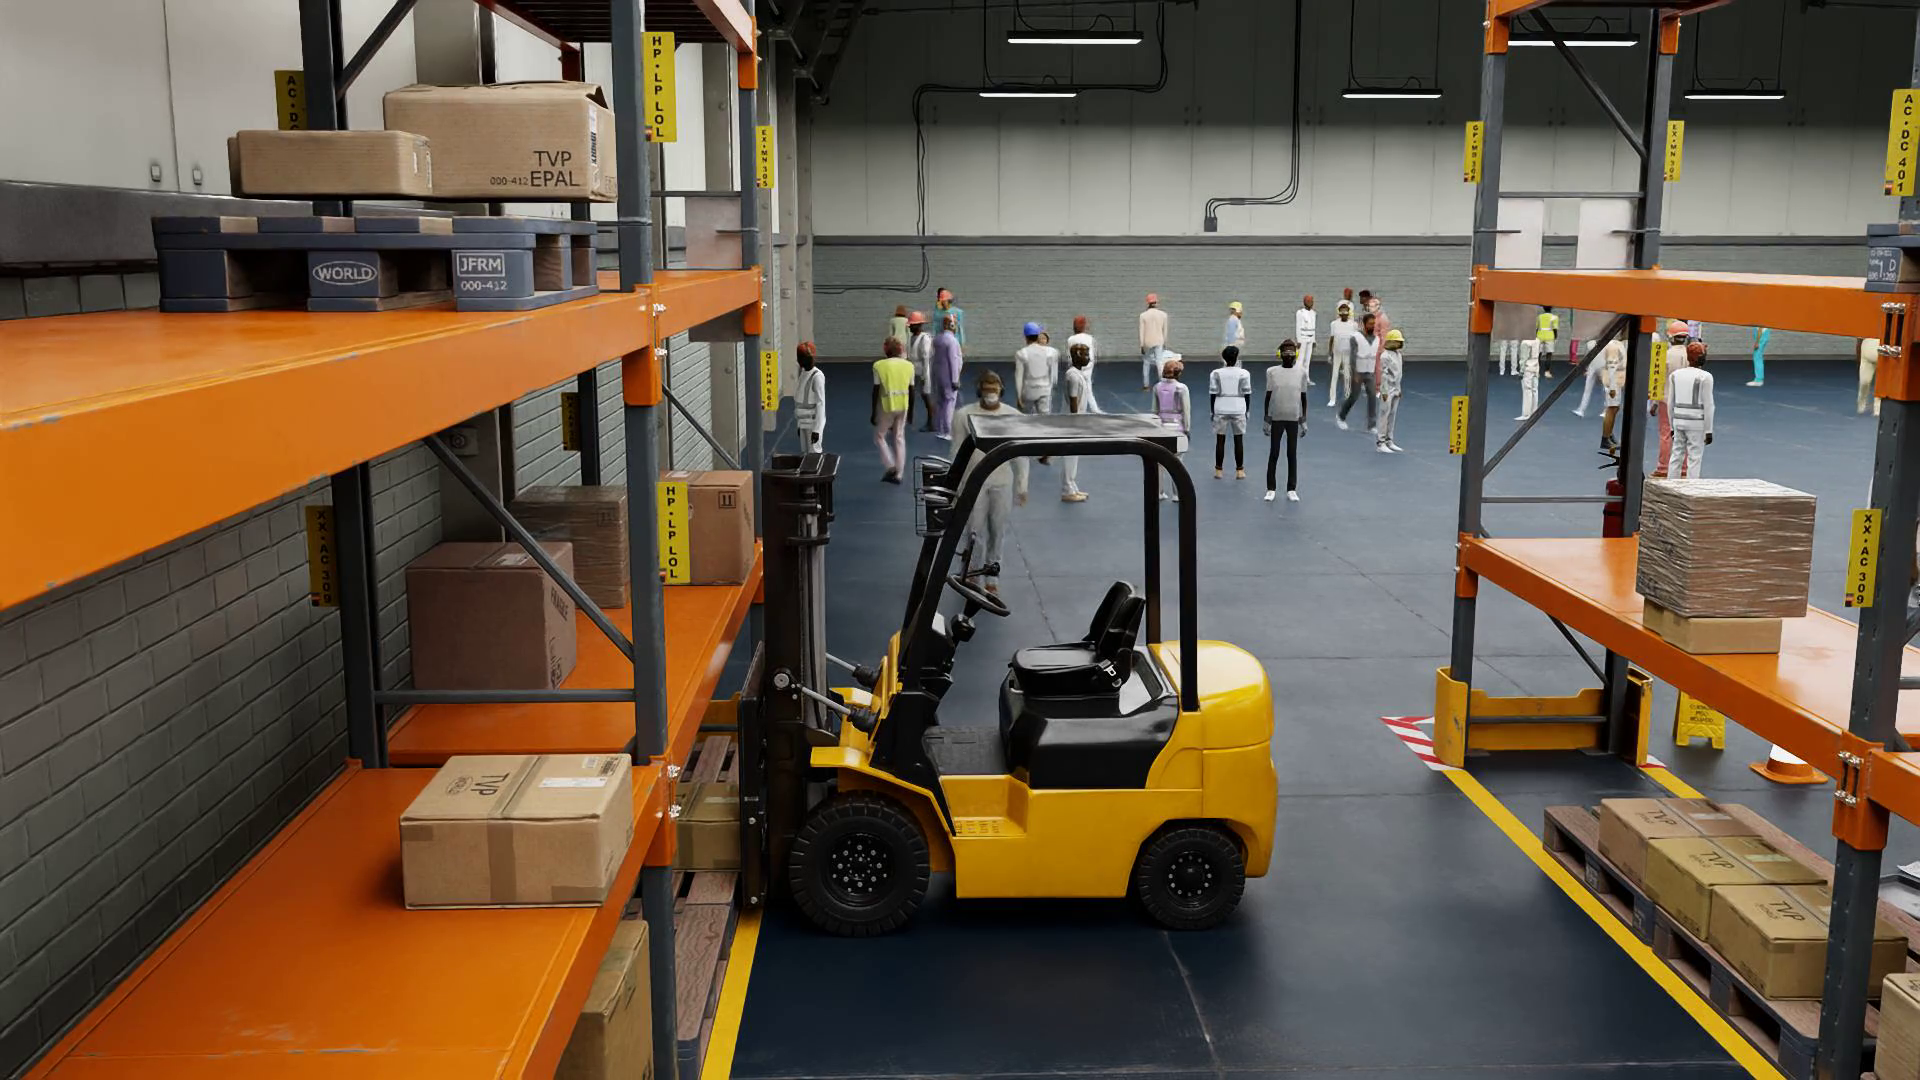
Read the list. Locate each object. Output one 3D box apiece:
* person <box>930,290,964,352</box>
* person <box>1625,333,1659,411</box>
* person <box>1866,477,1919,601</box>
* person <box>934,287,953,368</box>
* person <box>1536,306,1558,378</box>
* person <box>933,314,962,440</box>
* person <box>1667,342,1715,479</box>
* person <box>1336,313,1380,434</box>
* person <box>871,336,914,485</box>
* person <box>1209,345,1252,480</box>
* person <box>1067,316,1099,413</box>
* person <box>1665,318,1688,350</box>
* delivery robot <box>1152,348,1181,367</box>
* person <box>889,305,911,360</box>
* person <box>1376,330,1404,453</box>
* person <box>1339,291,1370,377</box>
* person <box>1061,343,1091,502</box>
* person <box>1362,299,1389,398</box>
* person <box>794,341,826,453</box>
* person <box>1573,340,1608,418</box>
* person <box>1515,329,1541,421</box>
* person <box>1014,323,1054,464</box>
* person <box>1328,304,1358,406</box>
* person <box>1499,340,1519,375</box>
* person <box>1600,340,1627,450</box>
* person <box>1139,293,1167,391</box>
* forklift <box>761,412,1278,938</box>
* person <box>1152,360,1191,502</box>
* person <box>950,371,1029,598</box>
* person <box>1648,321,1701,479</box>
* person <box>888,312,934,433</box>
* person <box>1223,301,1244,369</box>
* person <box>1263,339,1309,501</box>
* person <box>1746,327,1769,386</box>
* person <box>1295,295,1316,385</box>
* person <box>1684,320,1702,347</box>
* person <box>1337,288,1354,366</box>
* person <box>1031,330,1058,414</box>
[{"bbox_3d":[-0.291,-3.938,33.049,0.643,2.017,0.733,5,11,27],"label":"person"},{"bbox_3d":[11.111,-2.790,27.200,0.525,1.821,0.613,3,11,17],"label":"person"},{"bbox_3d":[6.196,0.100,11.045,0.389,1.847,0.567,2,10,9],"label":"person"},{"bbox_3d":[-0.365,-5.011,39.360,0.395,1.910,0.586,7,12,33],"label":"person"},{"bbox_3d":[12.887,-4.414,36.622,0.539,1.693,0.321,8,13,37],"label":"person"},{"bbox_3d":[-0.159,-2.456,25.147,0.399,1.900,0.643,-4,11,-22],"label":"person"},{"bbox_3d":[8.109,-1.247,18.451,0.356,1.883,0.574,-5,11,-25],"label":"person"},{"bbox_3d":[6.311,-2.632,26.172,0.592,1.889,0.881,-5,11,-24],"label":"person"},{"bbox_3d":[-0.833,-1.588,20.488,0.603,1.826,0.460,-5,11,-27],"label":"person"},{"bbox_3d":[3.400,-1.602,20.952,0.531,1.692,0.320,2,10,12],"label":"person"},{"bbox_3d":[1.915,-2.599,26.117,0.593,1.841,0.991,-8,13,-38],"label":"person"},{"bbox_3d":[15.270,-4.286,35.492,0.429,1.845,0.622,1,10,5],"label":"person"},{"bbox_3d":[4.730,-4.159,38.105,0.707,0.478,0.477,-8,13,-39],"label":"delivery robot"},{"bbox_3d":[-1.309,-4.291,36.128,0.516,1.617,0.548,2,10,11],"label":"person"},{"bbox_3d":[6.155,-2.121,23.706,0.295,1.744,0.484,9,13,40],"label":"person"},{"bbox_3d":[8.941,-4.555,36.793,0.993,1.915,0.629,-1,10,-5],"label":"person"},{"bbox_3d":[1.333,-1.354,19.188,0.343,1.838,0.501,1,10,5],"label":"person"},{"bbox_3d":[7.983,-3.684,32.018,0.402,1.894,0.663,-3,11,-17],"label":"person"},{"bbox_3d":[-1.682,-1.270,18.566,0.356,1.887,0.573,-5,11,-25],"label":"person"},{"bbox_3d":[10.835,-2.863,28.272,0.871,1.578,0.506,-8,13,-39],"label":"person"},{"bbox_3d":[9.533,-2.815,27.867,0.514,1.637,0.314,-9,14,-41],"label":"person"},{"bbox_3d":[0.994,-2.002,22.624,0.605,1.894,1.002,-3,11,-15],"label":"person"},{"bbox_3d":[6.951,-3.355,30.223,0.521,1.874,0.328,3,11,15],"label":"person"},{"bbox_3d":[12.395,-4.690,37.525,0.589,1.920,0.398,6,12,30],"label":"person"},{"bbox_3d":[9.481,-2.261,23.998,0.391,1.922,0.553,6,12,30],"label":"person"},{"bbox_3d":[3.861,-3.923,33.104,0.603,1.971,0.856,-1,10,-7],"label":"person"},{"bbox_3d":[0.291,0.548,7.580,2.313,2.155,1.214,0,10,-2],"label":"forklift"},{"bbox_3d":[2.432,-1.252,19.155,0.513,1.639,0.311,9,14,41],"label":"person"},{"bbox_3d":[0.259,-0.426,13.757,0.655,1.921,0.668,-1,10,-6],"label":"person"},{"bbox_3d":[8.981,-1.745,20.907,0.608,1.995,0.377,-2,10,-8],"label":"person"},{"bbox_3d":[-0.741,-2.585,25.853,0.950,1.892,0.567,-9,13,-40],"label":"person"},{"bbox_3d":[5.470,-3.861,33.259,0.527,1.794,0.625,1,10,3],"label":"person"},{"bbox_3d":[3.761,-1.381,19.217,0.514,1.876,0.328,1,10,6],"label":"person"},{"bbox_3d":[16.609,-4.110,34.550,0.351,1.834,0.518,6,12,32],"label":"person"},{"bbox_3d":[7.197,-4.146,34.600,0.579,1.882,0.346,-9,13,-41],"label":"person"},{"bbox_3d":[15.925,-4.479,36.324,0.585,1.928,0.369,-1,10,-7],"label":"person"},{"bbox_3d":[9.246,-5.096,39.921,0.359,1.878,0.583,-5,11,-24],"label":"person"},{"bbox_3d":[1.255,-2.391,25.497,0.517,1.639,0.314,-2,10,-9],"label":"person"}]
